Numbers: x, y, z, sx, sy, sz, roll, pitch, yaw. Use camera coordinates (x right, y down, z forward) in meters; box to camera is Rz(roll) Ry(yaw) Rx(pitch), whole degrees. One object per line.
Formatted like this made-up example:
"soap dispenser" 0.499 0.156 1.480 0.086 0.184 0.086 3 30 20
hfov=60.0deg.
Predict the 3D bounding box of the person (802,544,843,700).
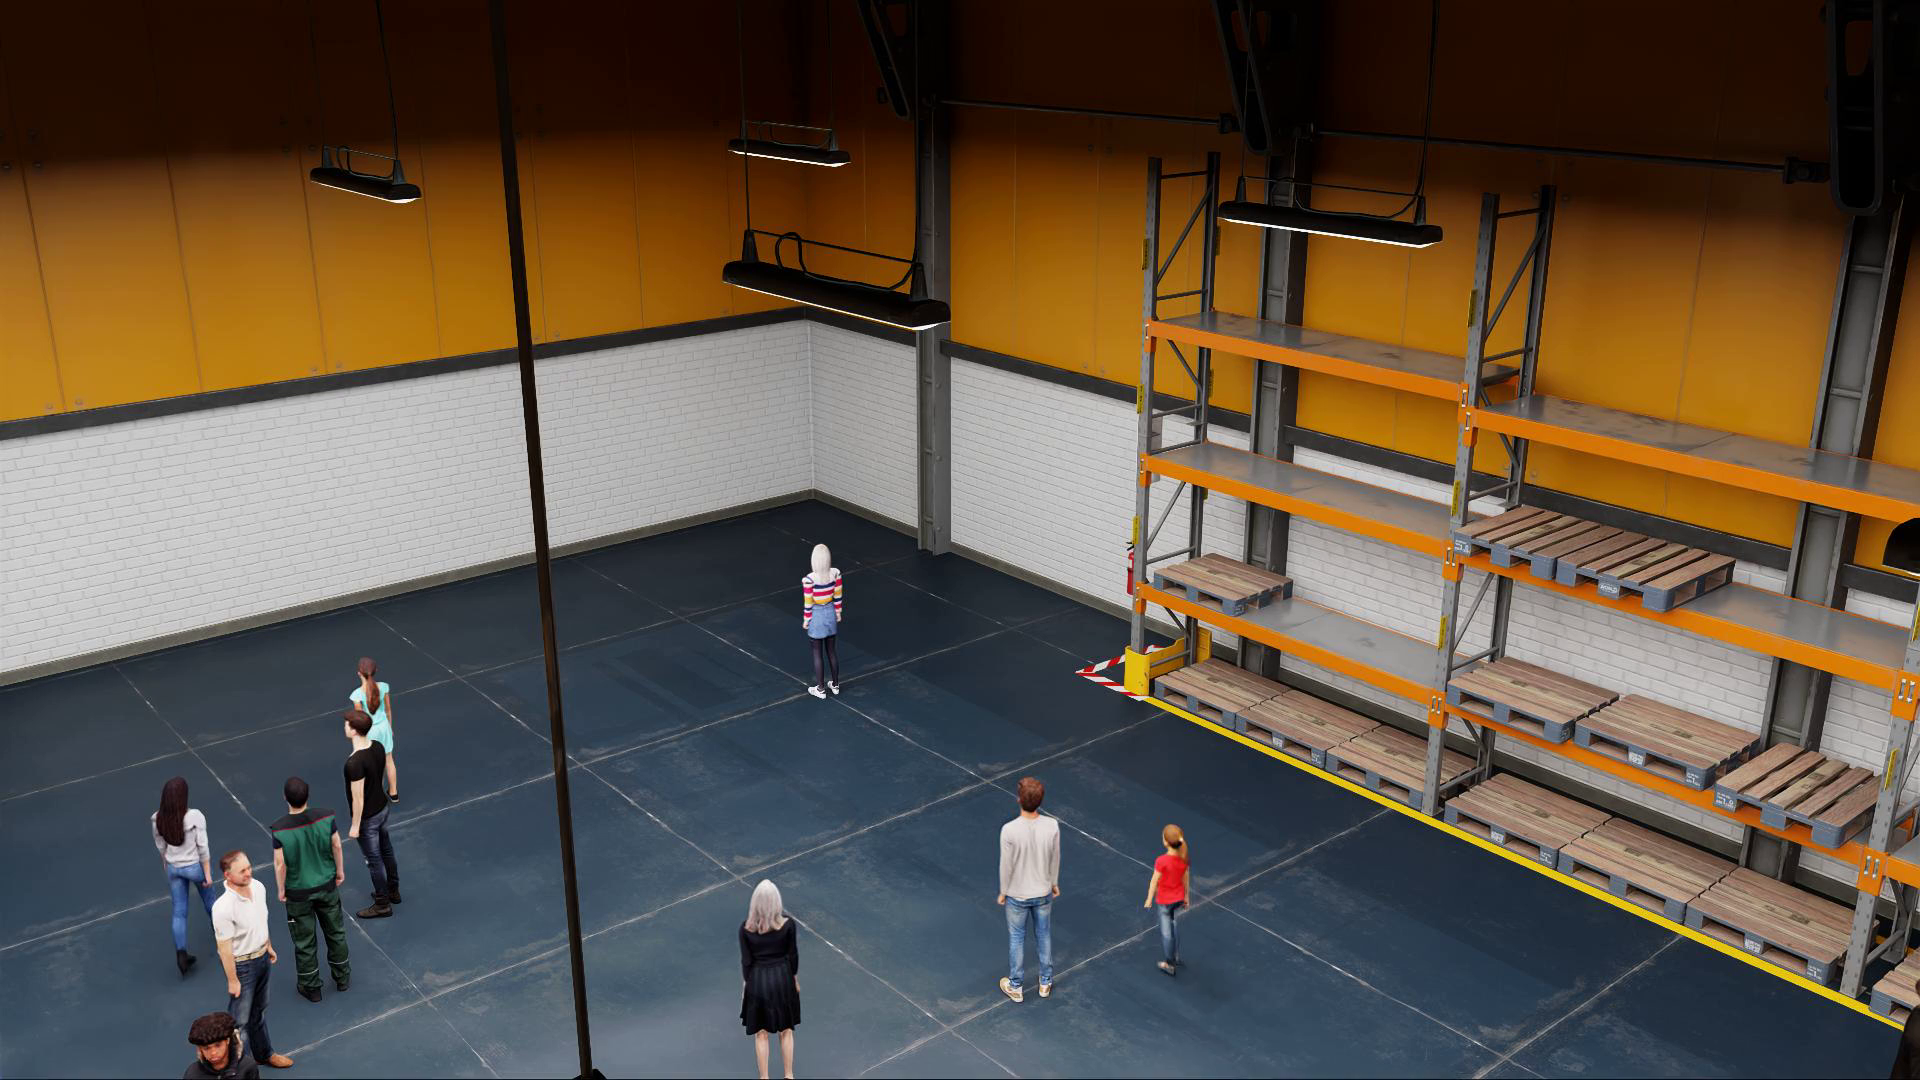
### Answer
"person" -1.550 0.898 18.767 0.665 1.809 0.518 -13 23 -34

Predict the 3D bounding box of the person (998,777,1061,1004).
"person" 0.550 2.753 13.107 0.742 1.906 0.733 -5 19 -14

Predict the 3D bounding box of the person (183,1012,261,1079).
"person" -4.563 3.734 10.388 0.663 1.780 0.645 -11 21 -29

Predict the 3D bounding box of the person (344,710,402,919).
"person" -5.076 2.344 14.335 0.808 1.896 0.756 2 19 7

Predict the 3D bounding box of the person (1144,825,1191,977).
"person" 1.749 2.944 13.487 0.515 1.300 0.540 -11 22 -30

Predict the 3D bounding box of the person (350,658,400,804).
"person" -5.729 1.869 16.277 0.564 1.558 0.561 18 25 42

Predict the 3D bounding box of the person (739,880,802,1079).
"person" -1.360 3.224 11.958 0.689 1.747 0.707 -4 19 -12

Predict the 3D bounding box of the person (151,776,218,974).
"person" -6.354 2.759 13.600 1.025 1.580 1.141 0 19 -1

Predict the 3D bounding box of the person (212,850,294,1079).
"person" -5.240 3.093 12.174 0.767 1.855 0.751 5 19 16

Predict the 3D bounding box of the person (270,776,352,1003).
"person" -5.138 2.737 13.161 0.659 1.901 0.559 -14 23 -36
